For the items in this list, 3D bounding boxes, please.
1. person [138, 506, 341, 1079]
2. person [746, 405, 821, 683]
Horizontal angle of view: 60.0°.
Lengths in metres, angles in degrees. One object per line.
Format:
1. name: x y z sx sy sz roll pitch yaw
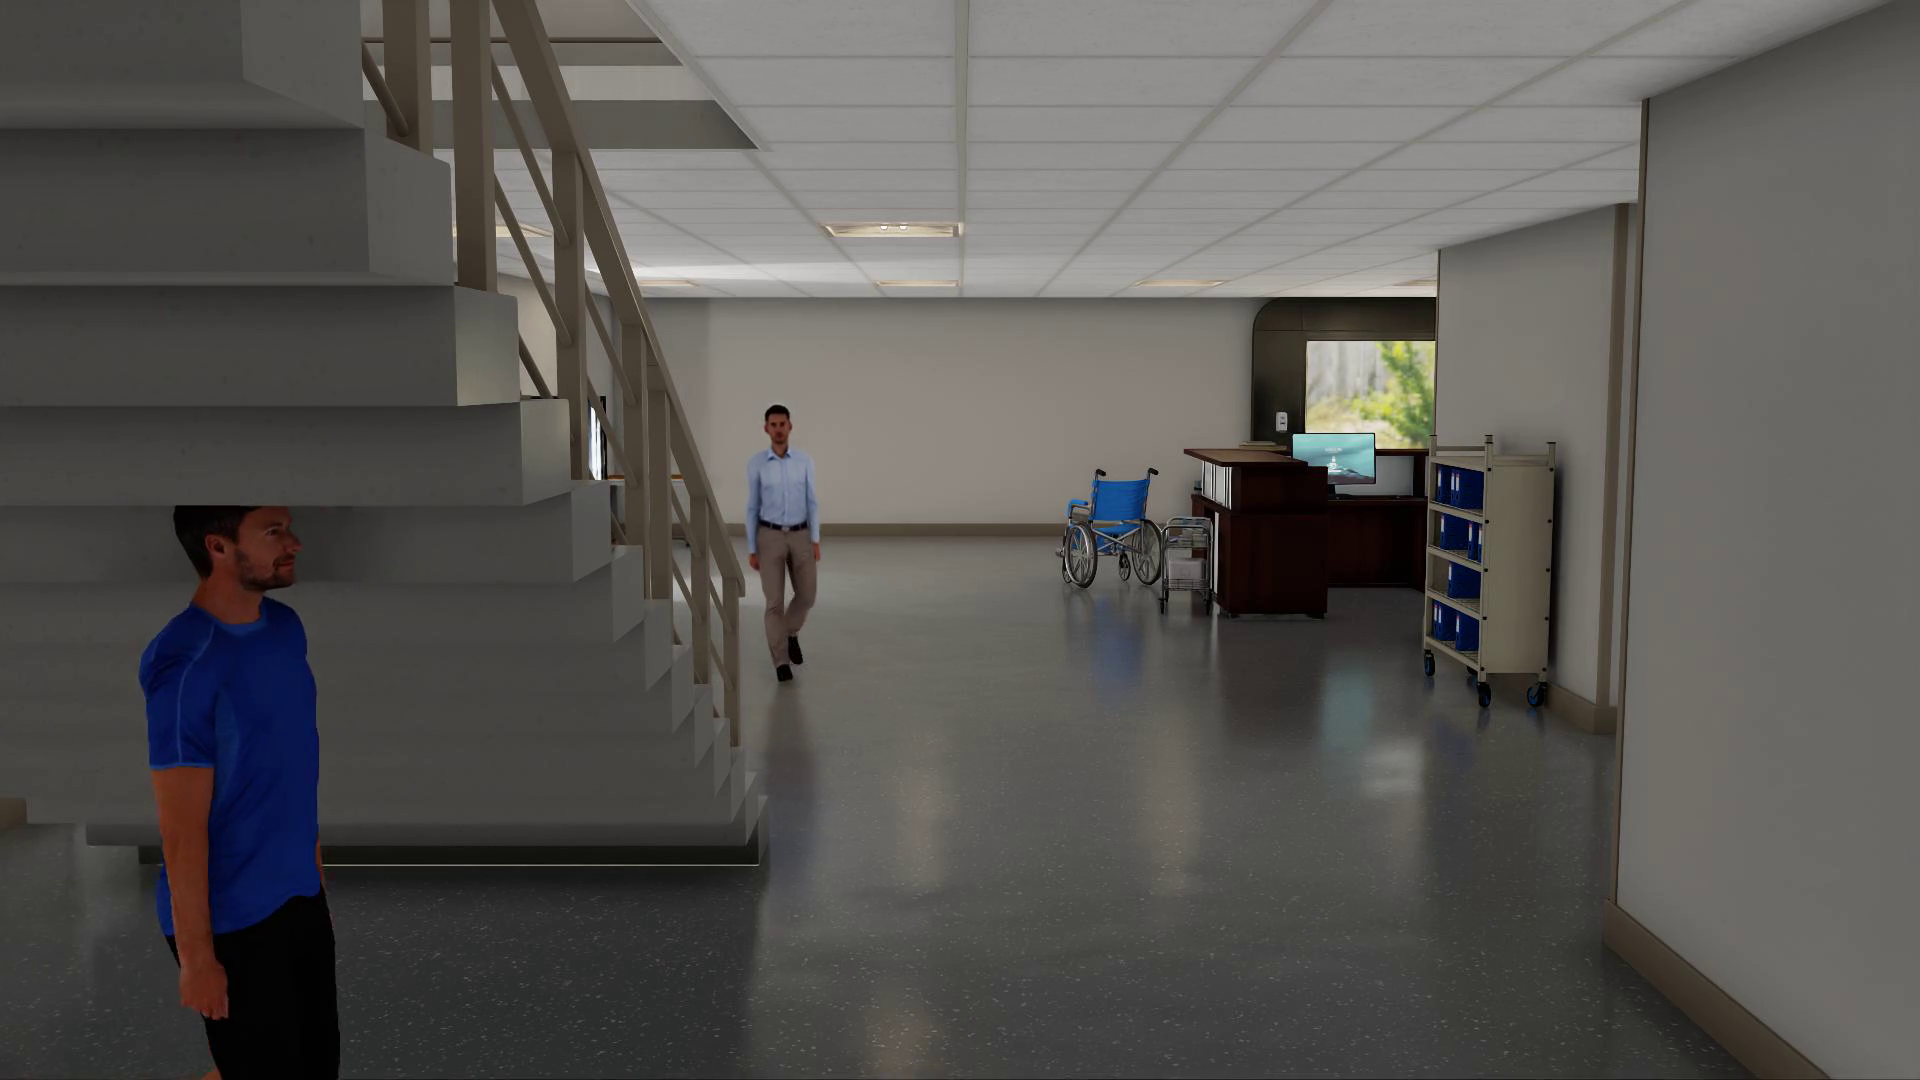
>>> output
1. person: -1.573 0.778 3.494 0.710 1.857 0.930 0 6 4
2. person: -1.193 0.010 11.228 0.804 1.838 0.981 -2 6 -16
